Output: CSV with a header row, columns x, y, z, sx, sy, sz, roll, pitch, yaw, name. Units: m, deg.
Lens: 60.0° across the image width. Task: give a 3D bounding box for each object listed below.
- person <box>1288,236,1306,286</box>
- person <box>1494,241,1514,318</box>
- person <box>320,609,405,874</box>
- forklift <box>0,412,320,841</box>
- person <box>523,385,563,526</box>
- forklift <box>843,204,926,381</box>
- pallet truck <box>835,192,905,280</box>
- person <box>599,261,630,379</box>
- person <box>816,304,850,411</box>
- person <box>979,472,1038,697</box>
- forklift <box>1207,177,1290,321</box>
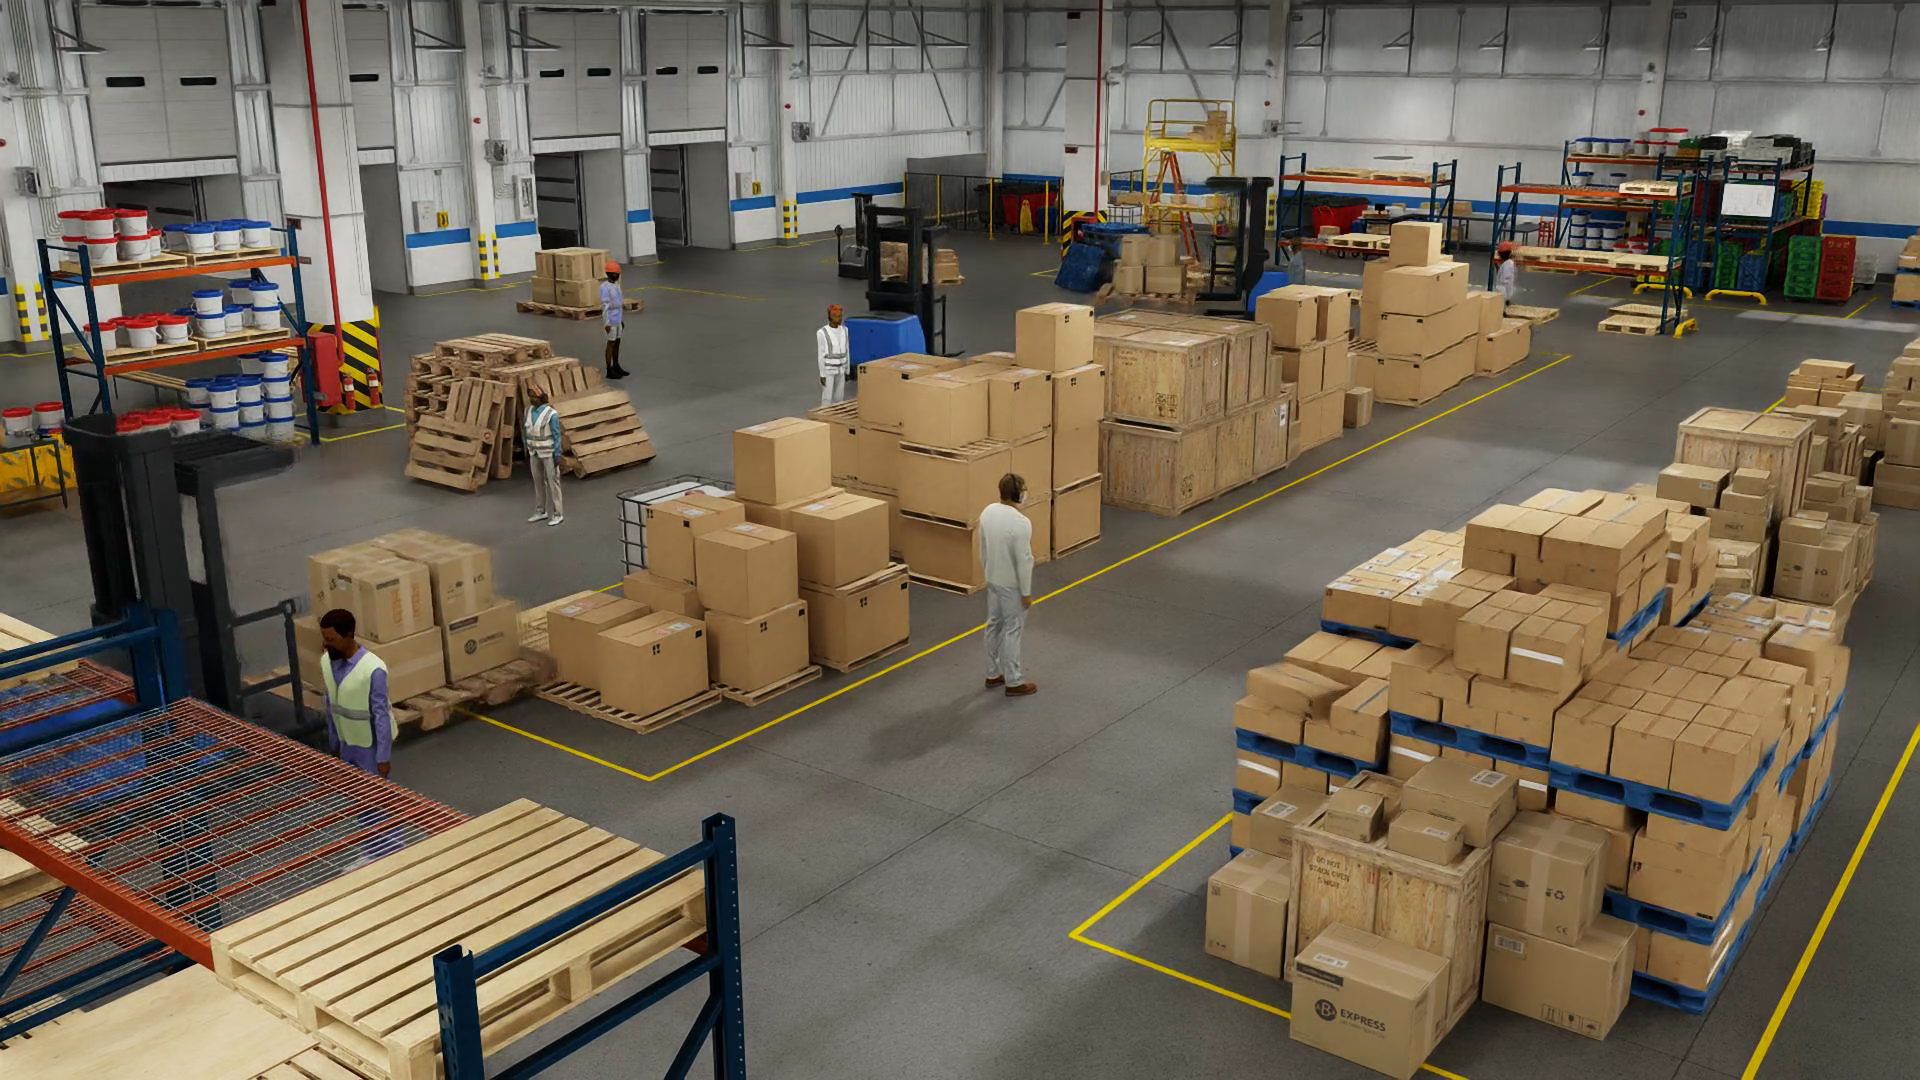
x,y,z,sx,sy,sz,roll,pitch,yaw,name
6.197,-4.629,30.712,0.374,1.936,0.629,2,17,8,person
9.799,-4.472,30.225,0.589,1.917,0.553,6,18,20,person
-3.944,1.344,10.992,0.595,1.908,0.392,11,20,33,person
-5.953,0.509,12.088,1.129,2.768,1.873,12,21,35,forklift
-4.799,-0.981,19.136,0.525,1.639,0.307,9,19,29,person
-1.076,-4.080,27.285,1.129,2.768,1.873,8,18,24,forklift
-1.936,-7.159,38.982,1.885,1.965,0.823,-12,21,-34,pallet truck
-5.681,-3.629,27.399,0.370,1.933,0.553,5,17,15,person
-1.766,-2.370,23.341,0.351,1.878,0.568,15,23,41,person
0.403,0.370,14.153,0.375,1.939,0.628,-11,20,-33,person
5.812,-5.651,32.486,1.873,2.768,1.129,3,17,10,forklift
